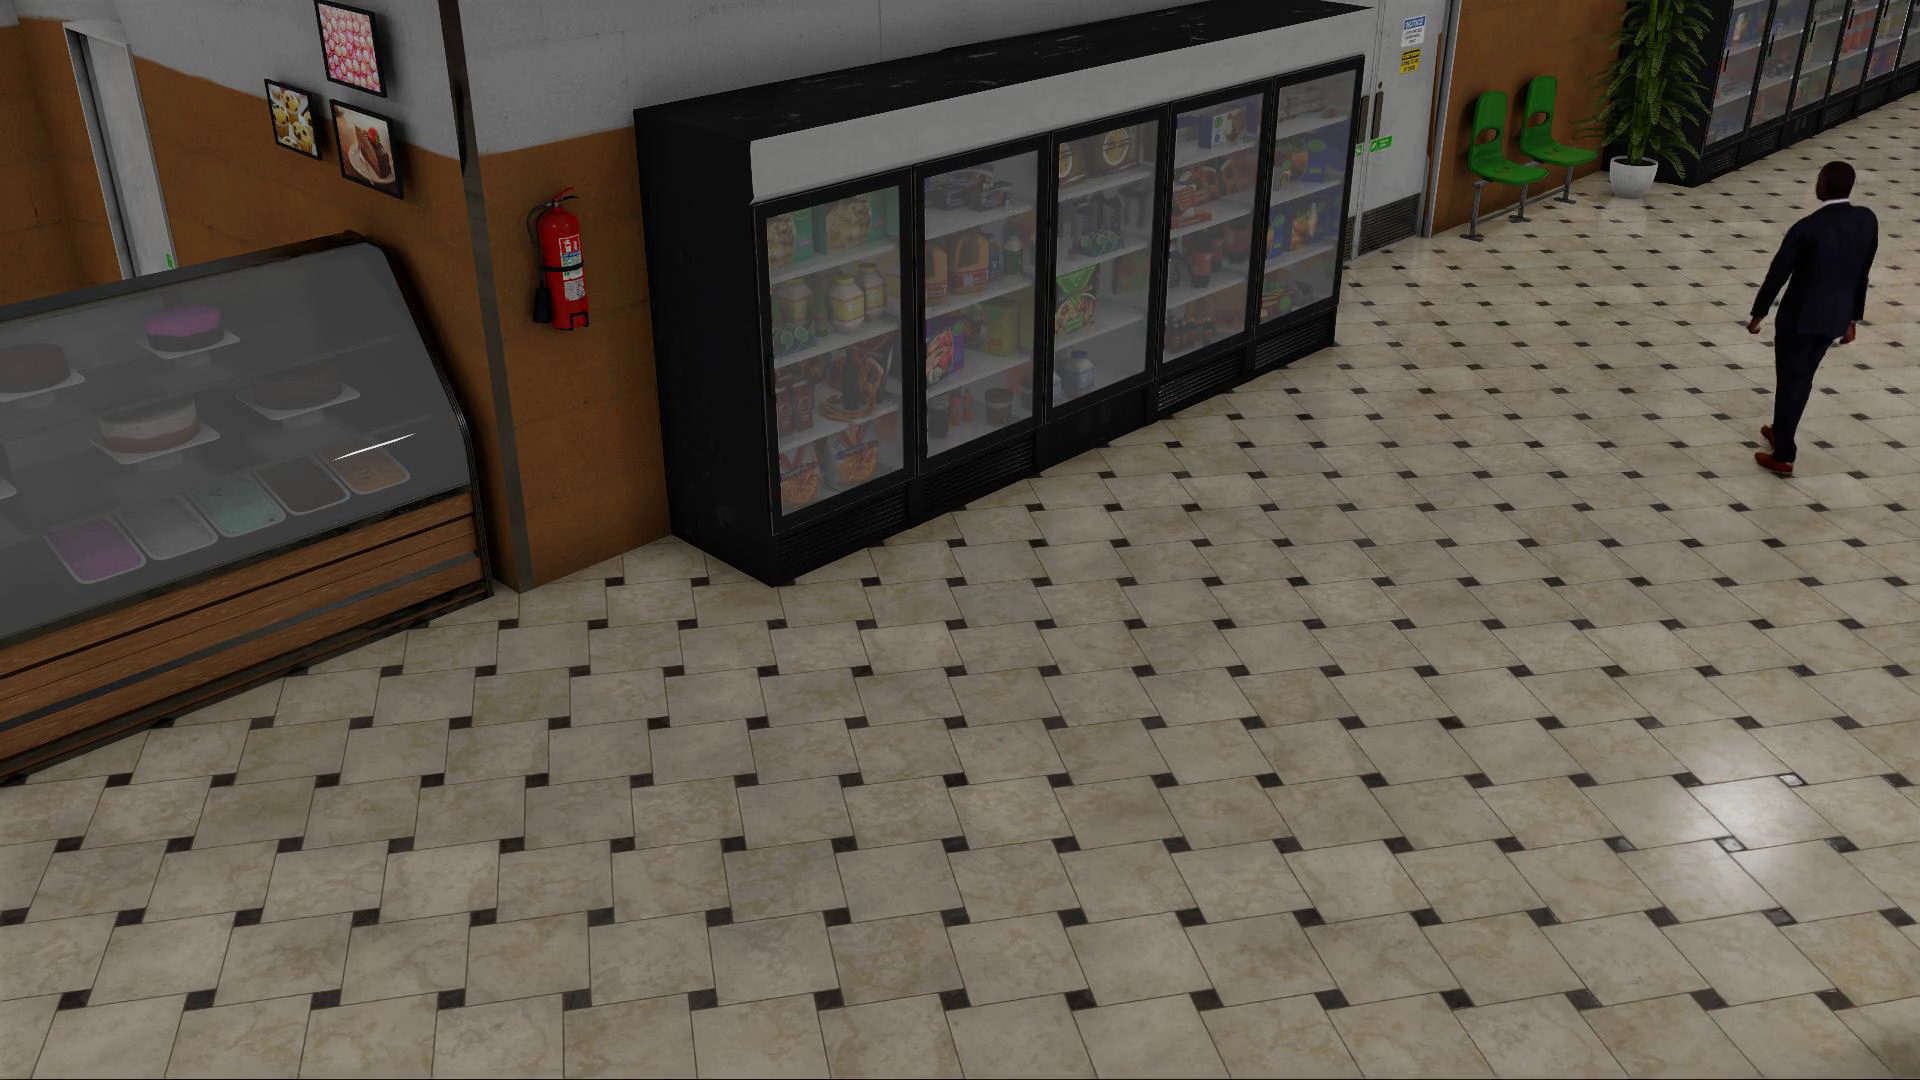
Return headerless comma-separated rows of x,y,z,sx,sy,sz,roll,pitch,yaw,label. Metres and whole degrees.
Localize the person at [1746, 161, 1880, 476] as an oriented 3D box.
4.860,-1.215,9.420,0.965,1.813,1.033,-3,27,-6,person
